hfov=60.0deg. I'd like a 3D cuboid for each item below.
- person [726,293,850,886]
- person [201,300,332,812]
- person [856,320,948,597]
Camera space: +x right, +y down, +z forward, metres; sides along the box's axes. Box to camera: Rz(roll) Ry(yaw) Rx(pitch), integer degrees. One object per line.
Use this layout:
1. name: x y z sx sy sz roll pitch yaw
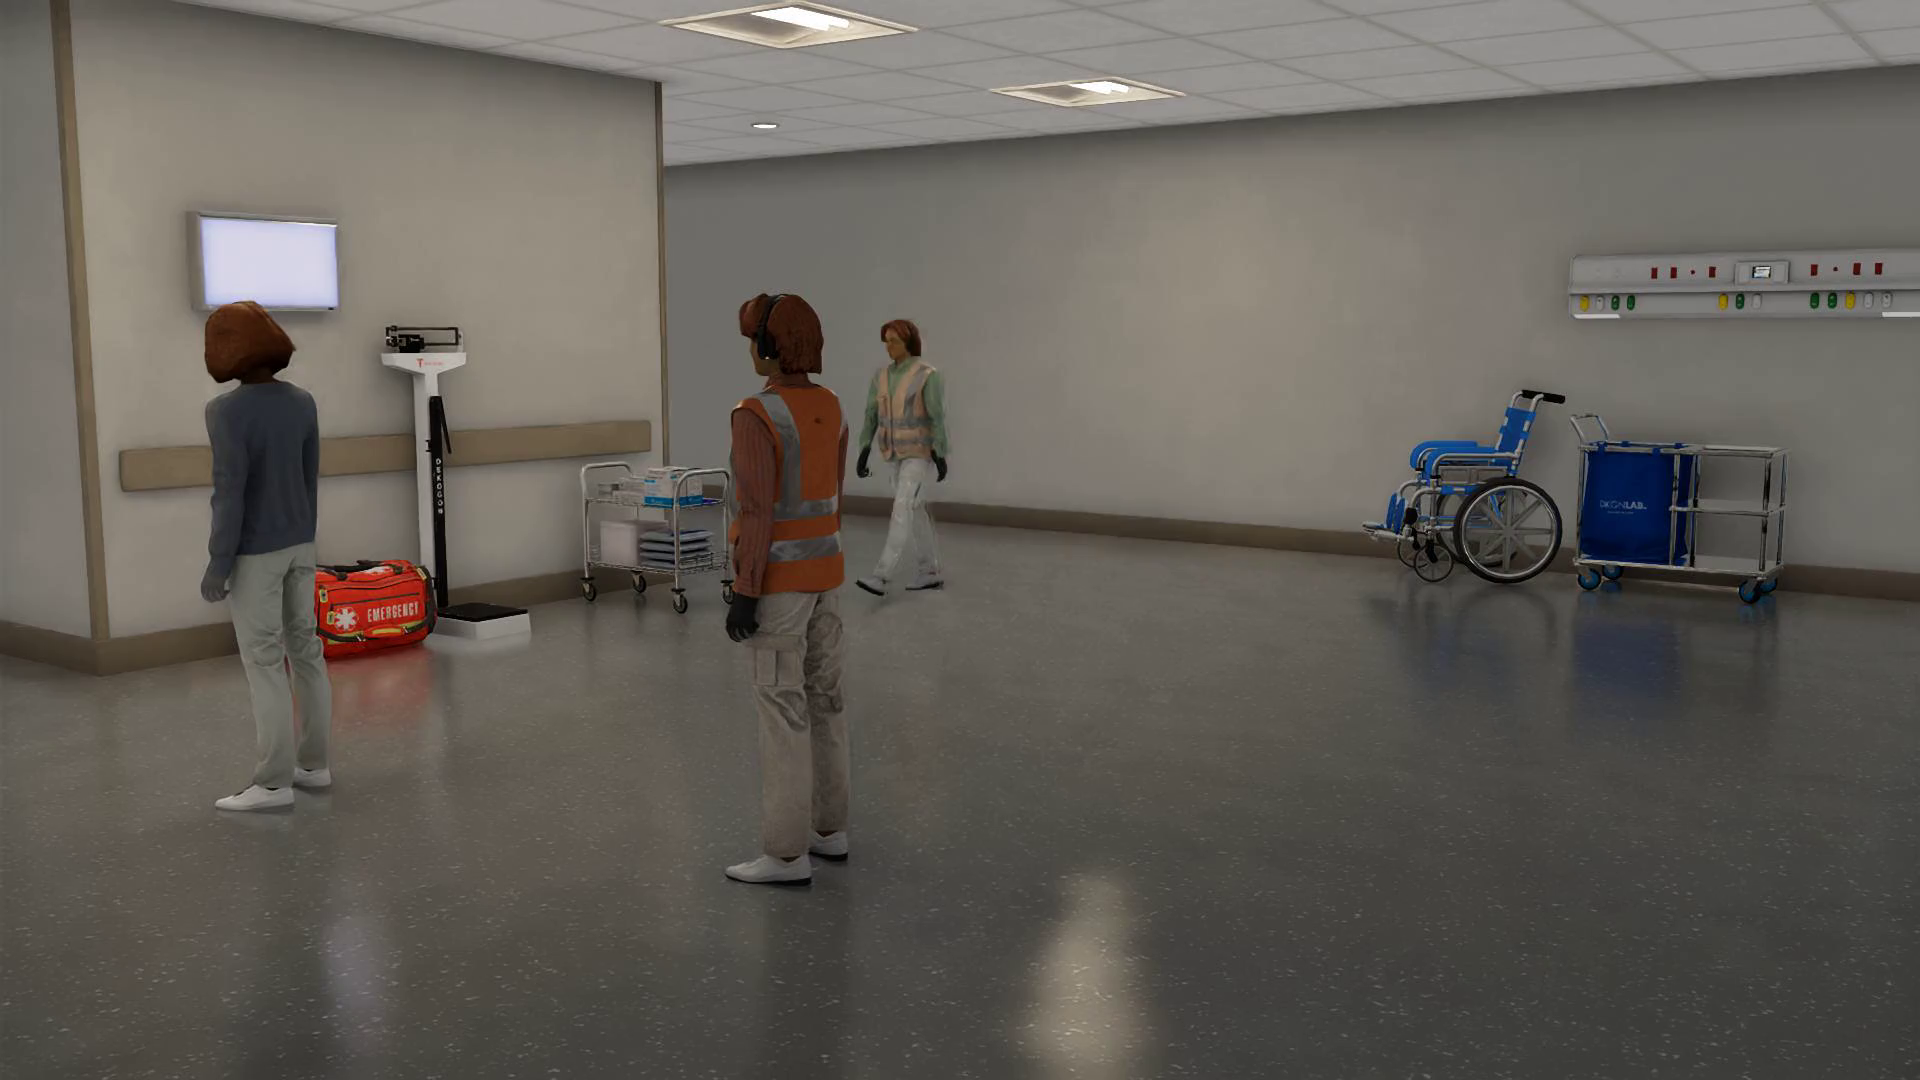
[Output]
1. person: -0.477 0.137 4.648 0.307 1.639 0.525 3 8 24
2. person: -2.238 0.053 5.349 0.279 1.633 0.498 2 7 13
3. person: -0.386 -0.469 9.660 0.546 1.593 0.830 7 10 43
